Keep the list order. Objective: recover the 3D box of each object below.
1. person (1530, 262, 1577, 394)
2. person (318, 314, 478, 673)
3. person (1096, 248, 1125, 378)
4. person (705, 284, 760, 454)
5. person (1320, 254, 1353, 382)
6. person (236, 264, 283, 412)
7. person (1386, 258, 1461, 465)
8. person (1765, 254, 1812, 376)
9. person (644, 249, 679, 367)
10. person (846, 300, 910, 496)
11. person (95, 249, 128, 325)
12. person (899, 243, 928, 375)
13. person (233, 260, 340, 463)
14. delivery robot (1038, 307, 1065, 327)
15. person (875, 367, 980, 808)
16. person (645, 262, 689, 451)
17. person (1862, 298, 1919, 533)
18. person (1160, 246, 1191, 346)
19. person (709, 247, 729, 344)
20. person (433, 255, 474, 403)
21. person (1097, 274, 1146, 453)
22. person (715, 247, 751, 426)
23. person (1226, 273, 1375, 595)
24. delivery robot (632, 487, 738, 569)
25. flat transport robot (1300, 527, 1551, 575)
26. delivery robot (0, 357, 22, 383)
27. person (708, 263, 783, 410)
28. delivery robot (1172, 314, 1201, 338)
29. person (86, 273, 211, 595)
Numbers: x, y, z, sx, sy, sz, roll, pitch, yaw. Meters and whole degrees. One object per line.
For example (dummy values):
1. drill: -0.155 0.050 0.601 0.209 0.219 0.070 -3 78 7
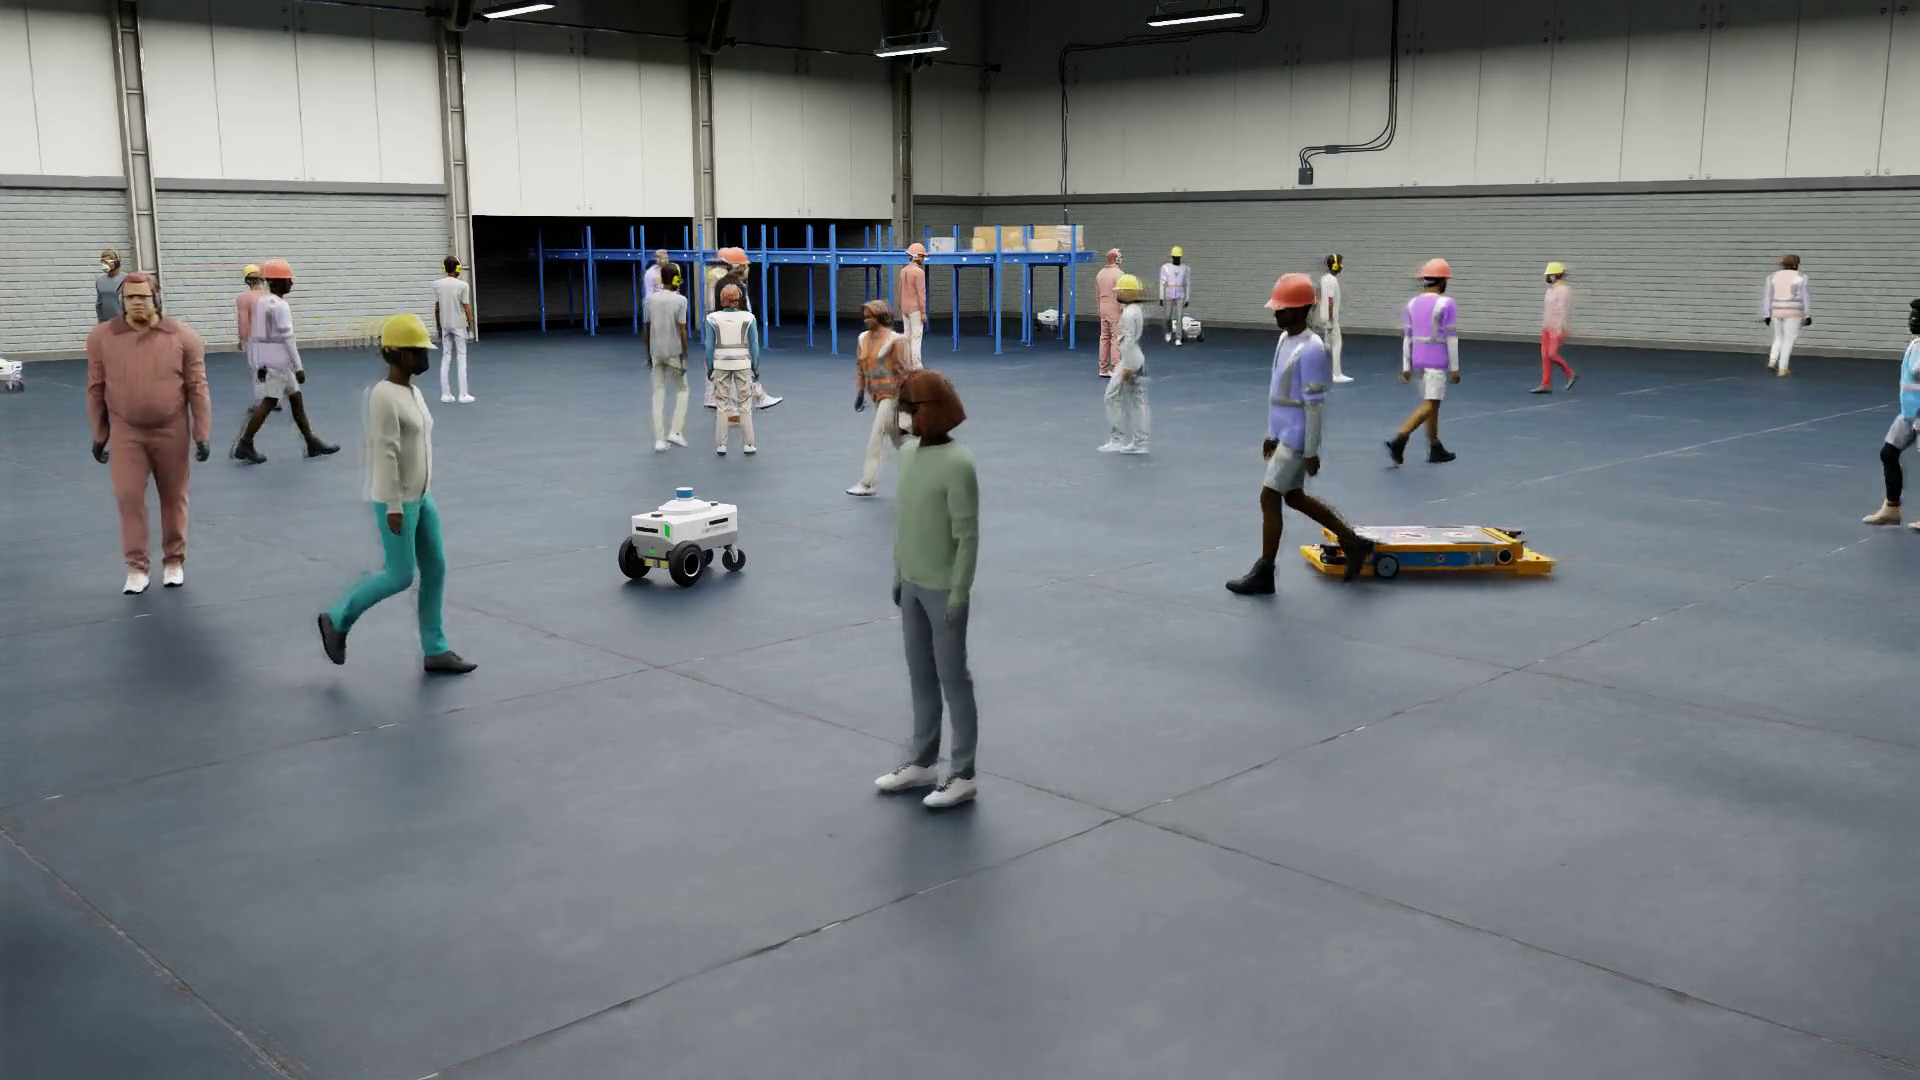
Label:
1. person: 7.953 -2.831 22.219 0.492 1.752 0.546 -1 10 -7
2. person: -2.725 -0.208 7.966 0.645 1.746 0.532 1 10 4
3. person: 2.298 -3.365 24.729 0.408 1.913 0.644 -7 12 -32
4. person: -2.199 -1.645 16.090 0.522 1.639 0.306 -1 10 -4
5. person: 5.320 -3.221 24.116 0.745 1.854 0.522 -1 10 -4
6. person: -8.452 -2.429 20.048 0.327 1.760 0.523 9 14 40
7. person: 4.301 -1.645 15.388 0.885 1.908 0.547 -6 12 -28
8. person: 12.531 -3.398 25.149 0.454 1.827 0.630 -7 12 -33
9. person: -4.845 -3.781 27.056 0.551 1.887 0.662 8 13 38
10. person: -0.600 -1.172 13.654 0.833 1.586 0.497 -8 13 -37
11. person: -10.276 -2.572 20.333 0.628 1.940 0.378 4 11 19
12. person: -0.673 -3.409 24.758 0.392 1.990 0.612 -6 12 -32
13. person: -6.424 -1.682 15.633 1.005 1.889 0.568 -8 13 -37
14. delivery robot: 2.013 -4.900 36.664 0.477 0.478 0.707 -6 12 -28
15. person: -0.109 0.172 6.205 0.270 1.631 0.507 -6 12 -31
16. person: -2.904 -1.815 16.487 0.550 1.841 0.559 2 11 13
17. person: 6.788 -0.889 11.855 0.633 1.671 0.552 2 11 9
18. person: 4.164 -4.735 32.225 0.611 1.907 0.668 1 10 3
19. person: -4.038 -4.023 28.329 0.544 1.913 0.776 -8 13 -38
20. person: -6.446 -2.687 21.183 0.515 1.864 0.323 2 11 11
21. person: 1.557 -1.704 16.153 0.593 1.724 0.506 3 11 16
22. person: -2.496 -2.269 18.569 0.457 1.972 0.646 -6 12 -30
23. person: 2.050 -0.619 9.830 0.860 1.897 0.591 0 10 -2
24. delivery robot: -1.716 -0.085 10.409 0.477 0.478 0.707 6 12 32
25. flat transport robot: 2.960 0.060 10.645 1.431 0.197 0.652 0 10 -2
26. delivery robot: -13.138 -2.311 22.542 0.707 0.478 0.477 -2 11 -10
27. person: -2.647 -2.511 20.219 0.979 1.852 0.669 -1 10 -3
28. delivery robot: 4.543 -4.295 33.364 0.477 0.478 0.707 -4 11 -20
29. person: -4.779 -0.618 9.809 0.673 1.881 0.785 -4 11 -21
